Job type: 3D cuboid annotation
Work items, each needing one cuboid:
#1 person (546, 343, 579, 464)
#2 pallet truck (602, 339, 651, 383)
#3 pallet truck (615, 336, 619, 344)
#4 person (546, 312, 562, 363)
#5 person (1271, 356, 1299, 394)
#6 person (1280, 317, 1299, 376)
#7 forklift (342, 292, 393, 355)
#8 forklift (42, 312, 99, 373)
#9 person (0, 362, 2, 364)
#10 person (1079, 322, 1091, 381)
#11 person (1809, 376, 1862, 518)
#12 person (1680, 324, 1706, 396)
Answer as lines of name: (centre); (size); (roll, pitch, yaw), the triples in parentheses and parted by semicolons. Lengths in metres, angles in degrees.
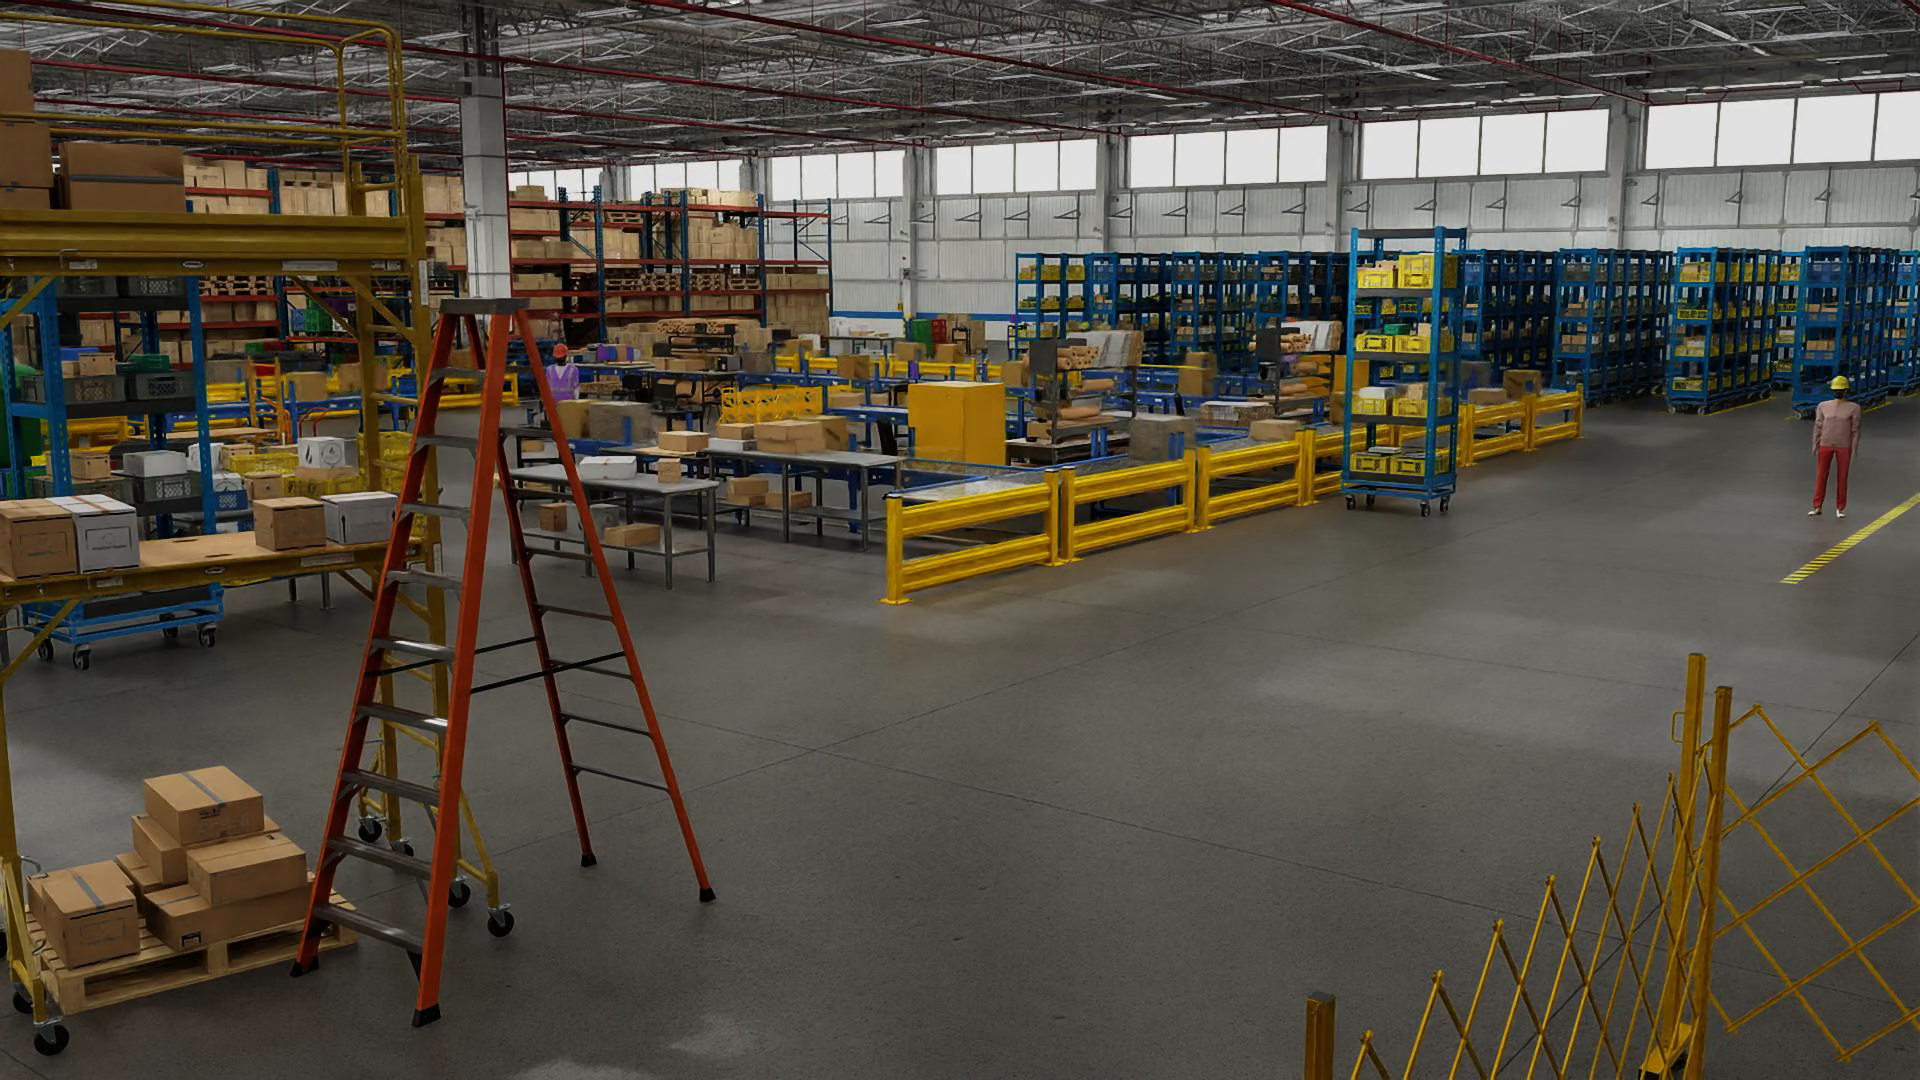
person: (-6.334, -2.162, 26.484); (0.542, 1.931, 0.366); (0, 9, 0)
pallet truck: (-8.991, -4.871, 45.351); (0.653, 1.274, 1.630); (7, 11, 37)
pallet truck: (-10.690, -5.294, 48.215); (1.601, 1.201, 0.680); (-5, 10, -26)
person: (-12.232, -5.990, 50.585); (0.976, 1.852, 0.676); (-7, 12, -39)
person: (7.907, -4.324, 40.389); (0.930, 1.799, 0.572); (6, 11, 35)
person: (7.852, -4.281, 39.510); (1.009, 2.005, 0.620); (7, 12, 39)
forklift: (-16.485, -5.622, 45.120); (1.129, 2.768, 1.873); (7, 11, 37)
forklift: (-23.779, -5.451, 44.052); (1.873, 2.768, 1.129); (7, 11, 36)
person: (-15.904, -2.297, 27.522); (0.959, 1.871, 0.653); (-9, 13, -44)
person: (3.242, -4.654, 42.390); (0.600, 1.816, 0.612); (4, 10, 22)
person: (10.929, -1.164, 20.761); (0.523, 1.769, 0.314); (7, 11, 36)
person: (17.817, -4.381, 40.339); (0.600, 1.942, 1.076); (8, 12, 41)
